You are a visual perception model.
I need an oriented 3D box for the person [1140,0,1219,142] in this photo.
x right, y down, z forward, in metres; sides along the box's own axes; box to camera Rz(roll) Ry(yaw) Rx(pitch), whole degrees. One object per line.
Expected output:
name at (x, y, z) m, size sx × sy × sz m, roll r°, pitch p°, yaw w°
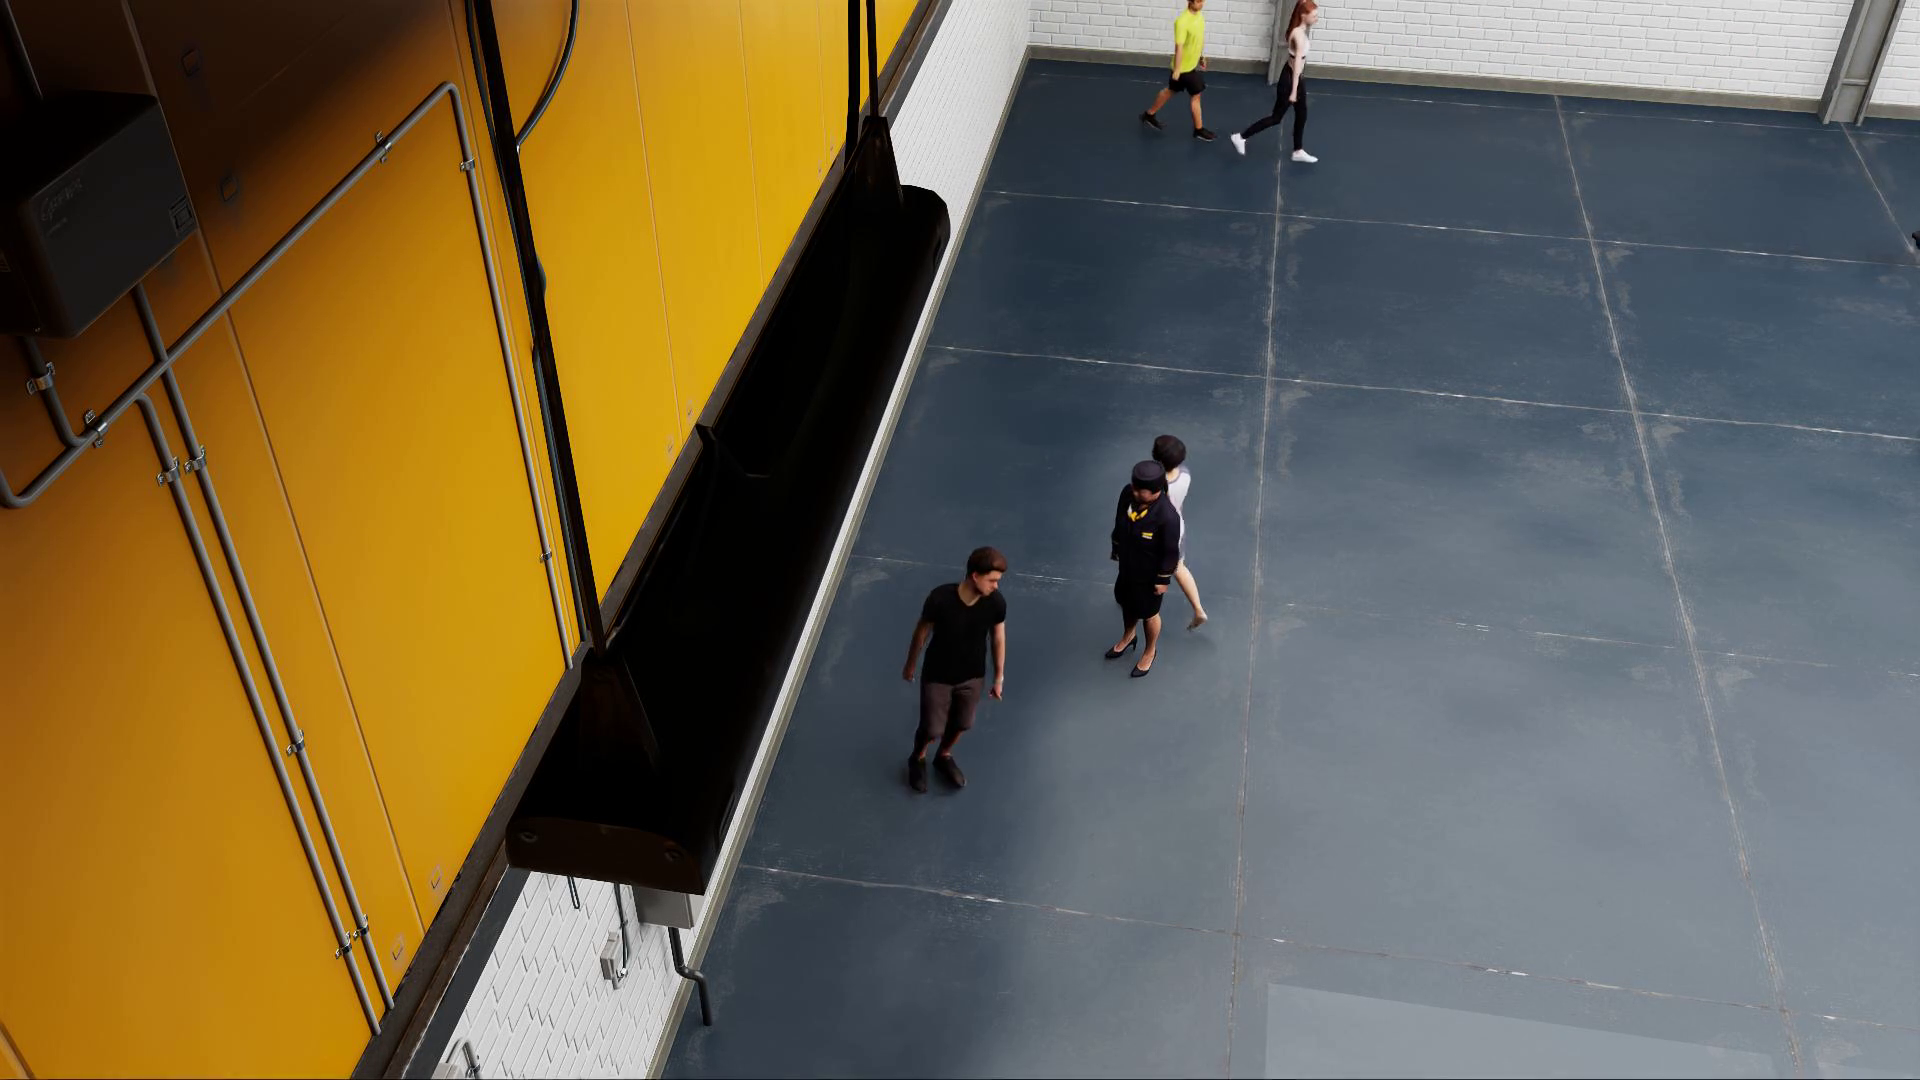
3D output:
person at (2.275, -4.999, 17.358) m, size 1.138 × 1.669 × 0.729 m, roll 12°, pitch 40°, yaw 15°

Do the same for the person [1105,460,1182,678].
person at (1.204, 0.175, 10.882) m, size 0.861 × 1.667 × 0.792 m, roll -26°, pitch 45°, yaw -28°

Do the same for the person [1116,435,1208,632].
person at (1.416, -0.029, 11.242) m, size 0.924 × 1.537 × 1.011 m, roll -27°, pitch 46°, yaw -29°

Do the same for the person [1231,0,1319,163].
person at (3.243, -4.614, 16.841) m, size 1.122 × 1.714 × 0.637 m, roll 6°, pitch 39°, yaw 7°

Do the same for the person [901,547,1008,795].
person at (-0.067, 0.777, 10.017) m, size 0.705 × 1.806 × 0.902 m, roll 0°, pitch 39°, yaw 0°
